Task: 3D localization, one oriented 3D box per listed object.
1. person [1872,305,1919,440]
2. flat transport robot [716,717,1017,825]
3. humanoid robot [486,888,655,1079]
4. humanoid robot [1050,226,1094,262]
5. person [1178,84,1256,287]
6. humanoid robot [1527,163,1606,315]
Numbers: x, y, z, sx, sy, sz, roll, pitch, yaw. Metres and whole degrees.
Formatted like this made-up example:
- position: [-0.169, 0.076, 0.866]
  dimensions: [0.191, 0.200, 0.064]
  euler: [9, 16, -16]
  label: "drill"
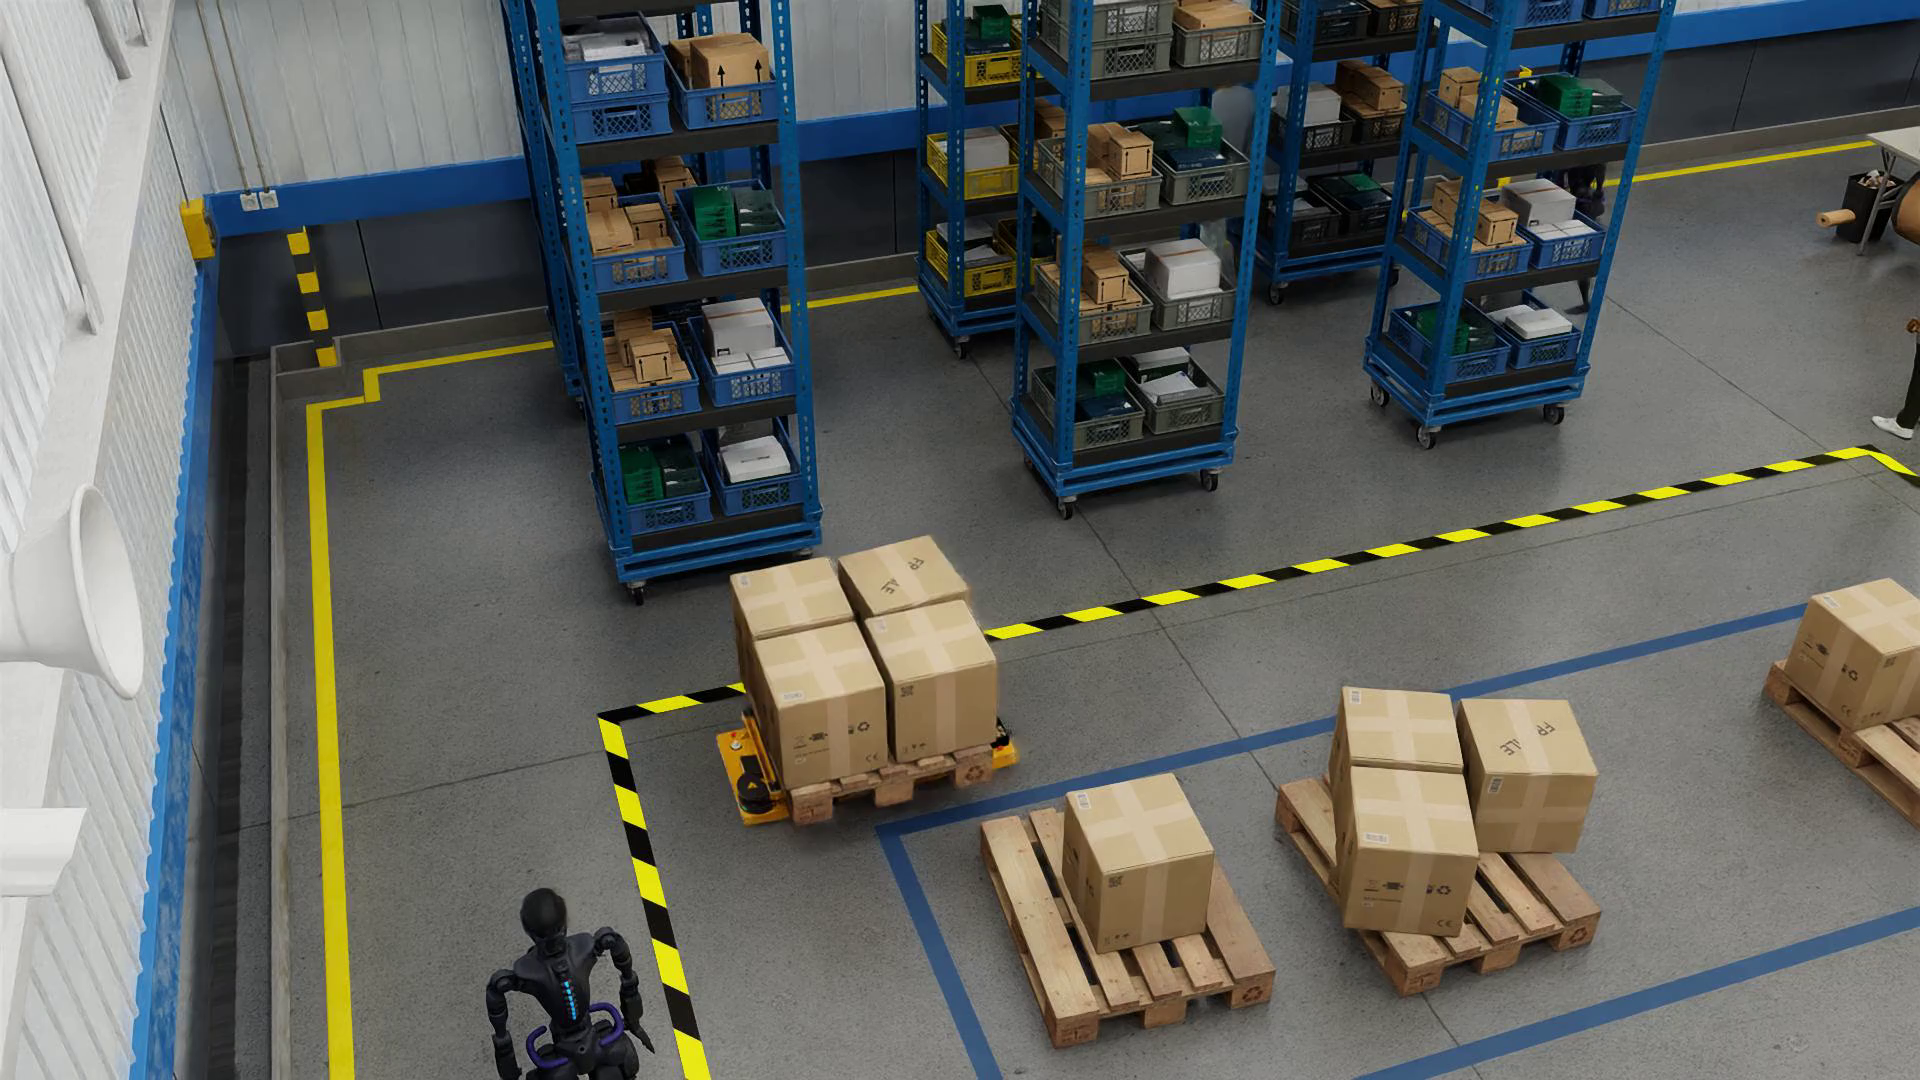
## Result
- position: [6.459, -1.508, 10.820]
  dimensions: [0.589, 1.852, 0.365]
  euler: [-10, 36, -14]
  label: "person"
- position: [-0.489, 1.030, 8.571]
  dimensions: [1.431, 0.197, 0.652]
  euler: [-11, 37, -15]
  label: "flat transport robot"
- position: [-1.420, 1.904, 6.124]
  dimensions: [0.599, 1.653, 0.315]
  euler: [-18, 39, -24]
  label: "humanoid robot"
- position: [0.788, -1.670, 11.193]
  dimensions: [0.390, 1.647, 0.608]
  euler: [-13, 37, -18]
  label: "humanoid robot"
- position: [1.905, -2.748, 12.512]
  dimensions: [0.651, 1.922, 0.426]
  euler: [-26, 43, -32]
  label: "person"
- position: [4.499, -2.398, 12.267]
  dimensions: [0.754, 1.627, 0.590]
  euler: [-8, 36, -12]
  label: "humanoid robot"
